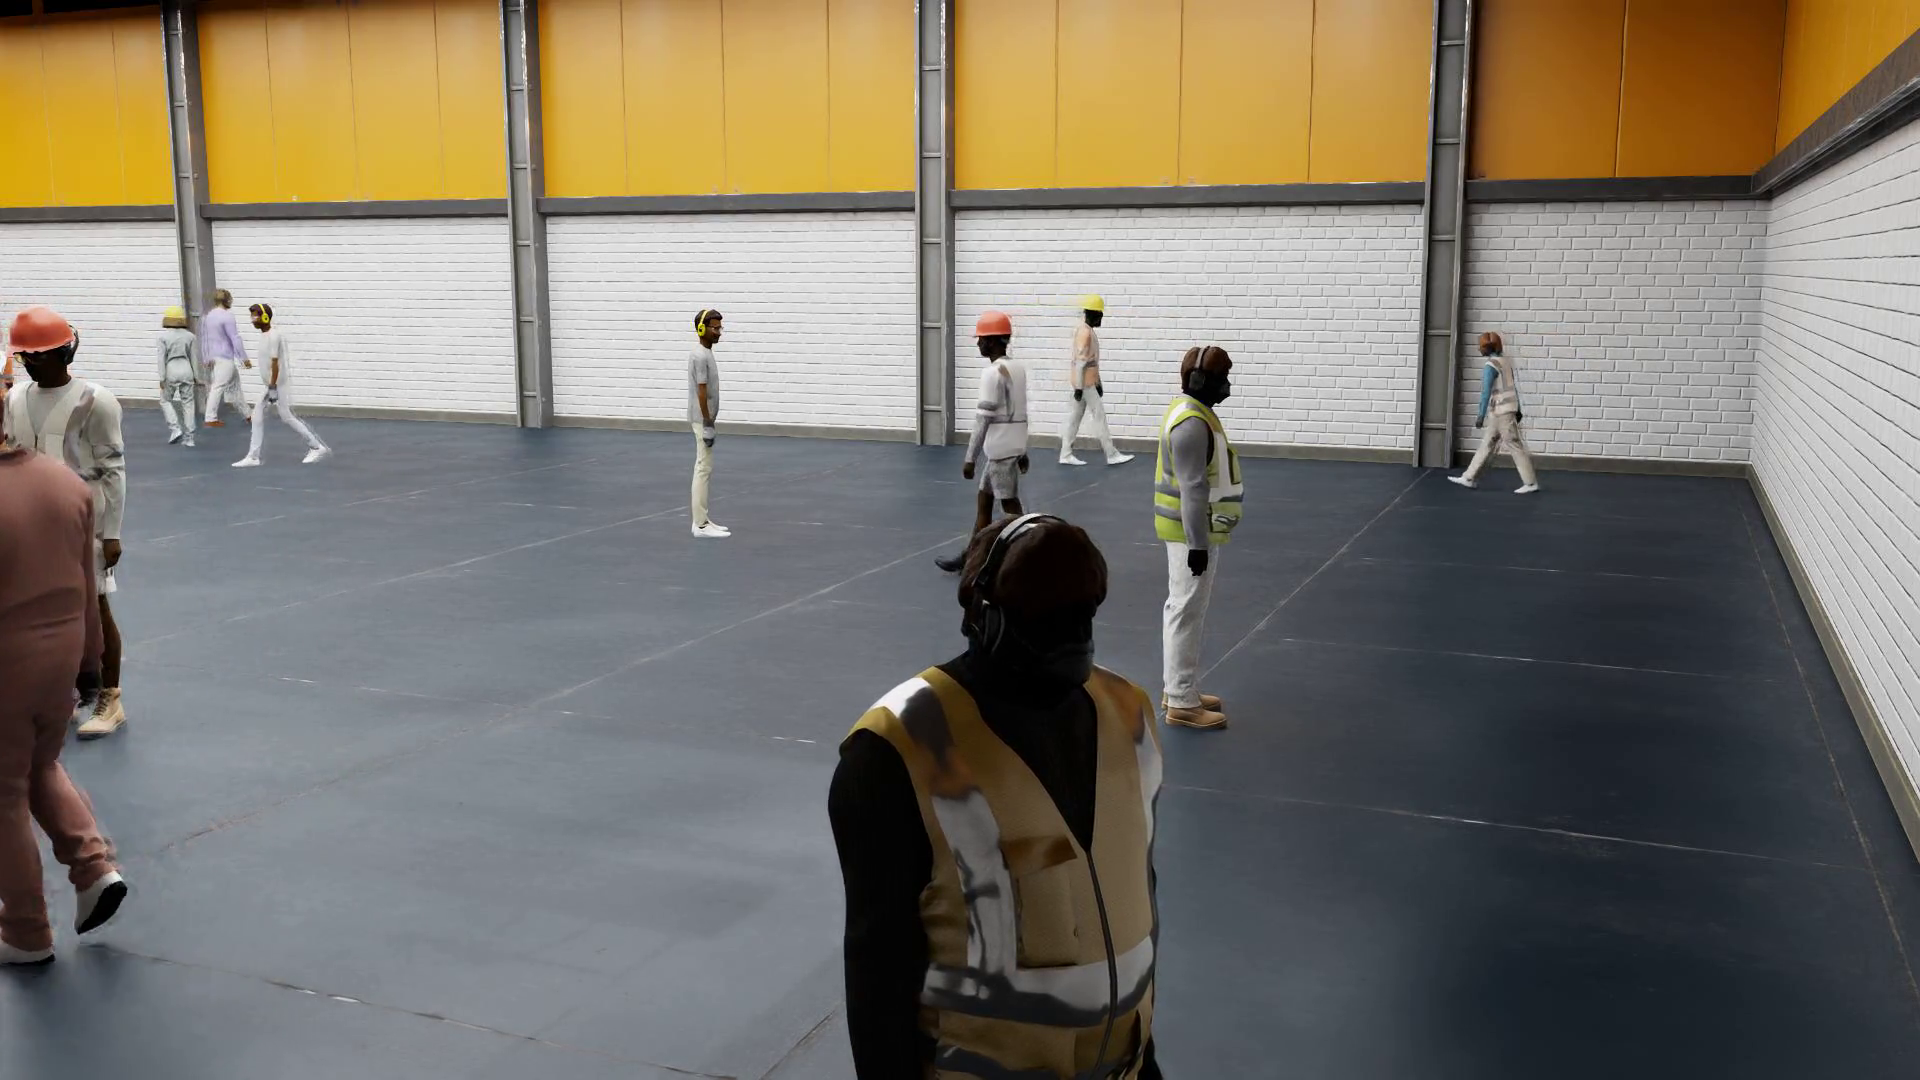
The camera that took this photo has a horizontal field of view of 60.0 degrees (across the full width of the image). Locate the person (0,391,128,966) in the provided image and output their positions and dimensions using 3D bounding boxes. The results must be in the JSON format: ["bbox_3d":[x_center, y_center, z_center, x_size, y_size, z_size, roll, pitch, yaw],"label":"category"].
[{"bbox_3d":[-3.014,0.422,5.249,0.431,1.884,0.663,3,10,17],"label":"person"}]

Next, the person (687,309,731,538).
[{"bbox_3d":[-2.075,-0.952,13.664,0.333,1.861,0.520,-1,9,-9],"label":"person"}]

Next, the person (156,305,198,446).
[{"bbox_3d":[-9.643,-2.016,20.507,0.400,1.733,0.497,9,13,42],"label":"person"}]

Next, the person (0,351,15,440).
[{"bbox_3d":[-9.452,-1.284,16.152,0.540,1.697,0.318,-8,12,-41],"label":"person"}]

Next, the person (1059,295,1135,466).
[{"bbox_3d":[1.521,-1.747,18.372,0.914,1.884,0.620,1,9,5],"label":"person"}]

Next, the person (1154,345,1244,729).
[{"bbox_3d":[1.157,-0.023,8.089,0.429,1.840,0.630,1,9,6],"label":"person"}]

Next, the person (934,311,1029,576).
[{"bbox_3d":[0.156,-0.628,11.554,0.902,1.900,0.575,4,10,21],"label":"person"}]

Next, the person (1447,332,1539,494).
[{"bbox_3d":[5.255,-1.235,16.233,0.924,1.566,0.521,5,11,30],"label":"person"}]

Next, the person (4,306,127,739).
[{"bbox_3d":[-4.211,-0.070,7.792,0.605,2.034,0.389,2,10,11],"label":"person"}]

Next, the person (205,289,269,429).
[{"bbox_3d":[-9.992,-2.486,22.857,1.000,1.891,0.641,-9,13,-43],"label":"person"}]

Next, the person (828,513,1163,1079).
[{"bbox_3d":[0.104,0.867,2.704,0.625,1.841,0.429,-7,12,-37],"label":"person"}]

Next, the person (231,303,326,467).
[{"bbox_3d":[-7.604,-1.729,18.524,0.975,1.819,0.532,-7,12,-38],"label":"person"}]
